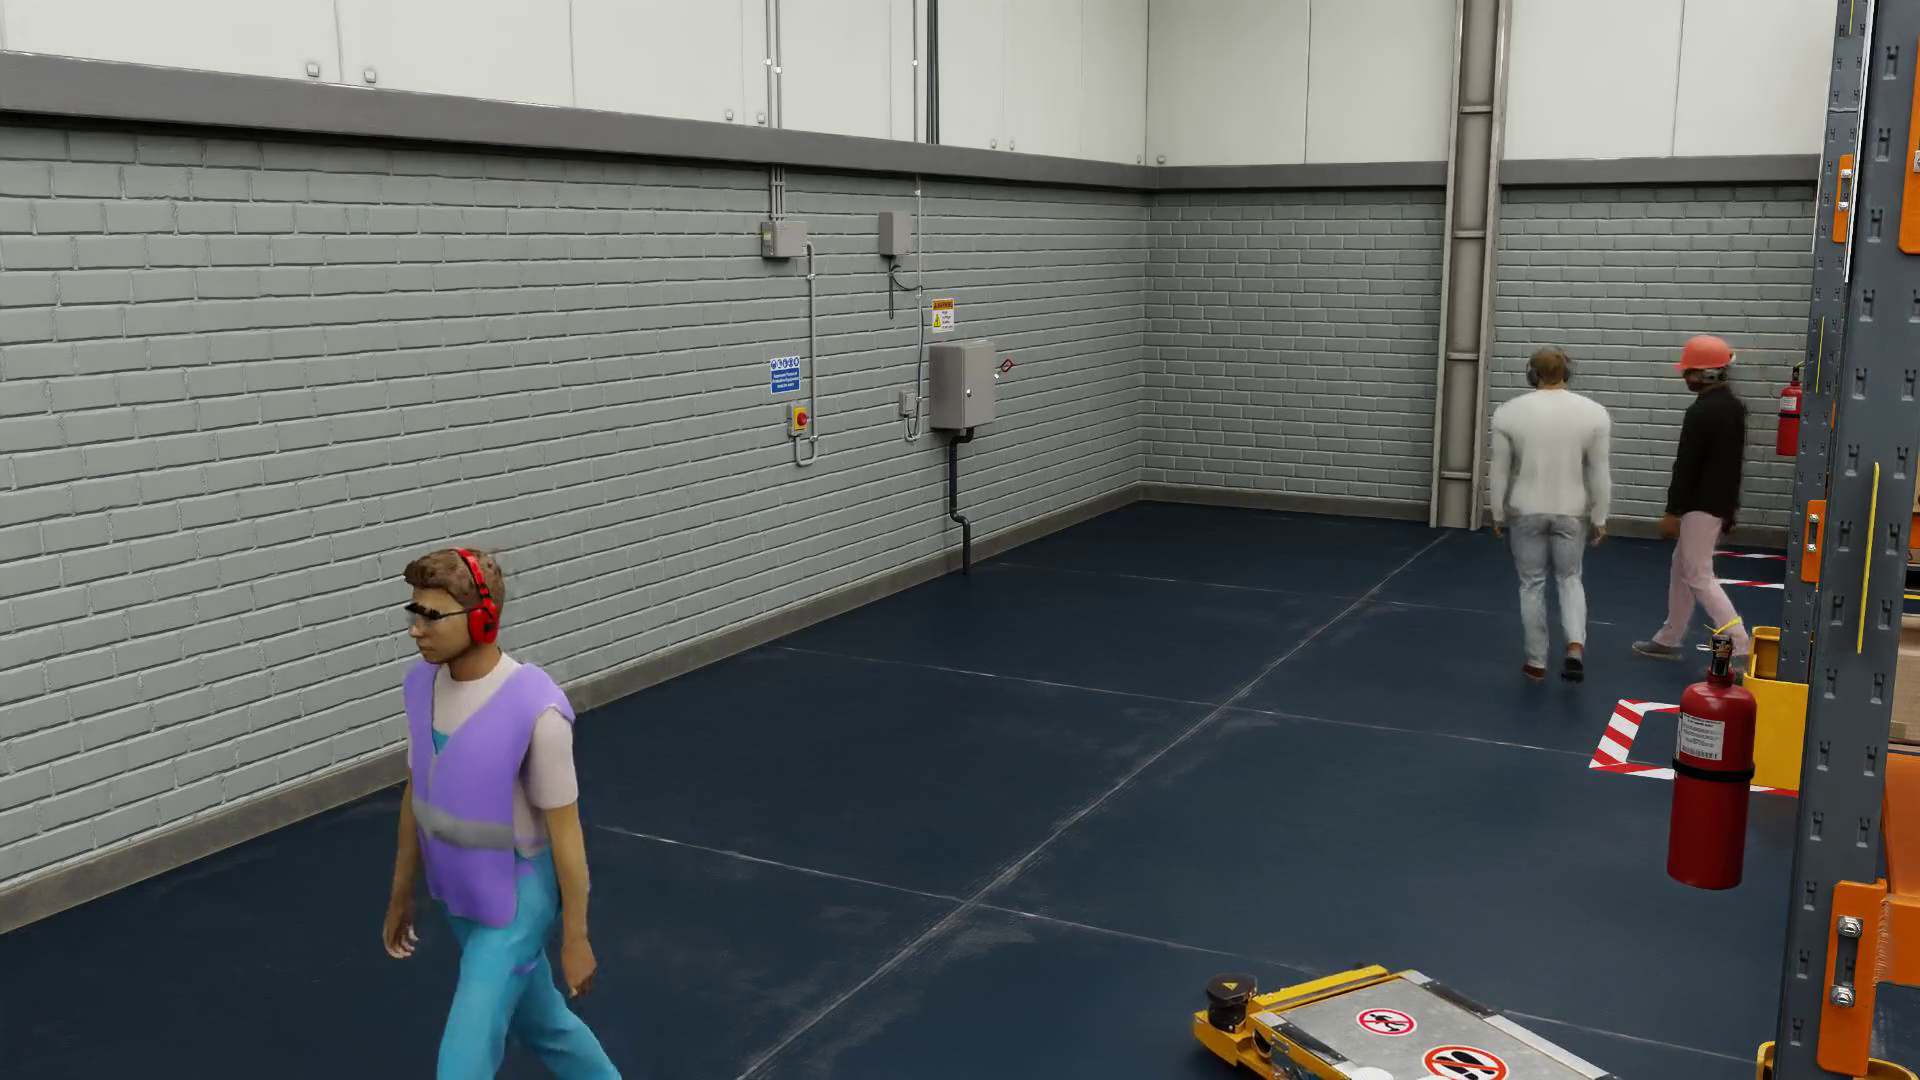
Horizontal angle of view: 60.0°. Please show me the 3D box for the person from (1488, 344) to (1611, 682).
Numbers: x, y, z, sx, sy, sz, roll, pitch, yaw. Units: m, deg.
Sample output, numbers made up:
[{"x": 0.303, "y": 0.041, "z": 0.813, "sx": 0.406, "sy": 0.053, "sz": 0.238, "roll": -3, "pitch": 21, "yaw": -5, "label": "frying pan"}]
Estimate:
[{"x": 3.276, "y": -0.127, "z": 9.291, "sx": 0.648, "sy": 1.912, "sz": 0.548, "roll": 2, "pitch": 11, "yaw": 12, "label": "person"}]

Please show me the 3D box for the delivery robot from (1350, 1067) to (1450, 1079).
[{"x": 0.961, "y": 1.489, "z": 3.922, "sx": 0.707, "sy": 0.478, "sz": 0.477, "roll": -5, "pitch": 12, "yaw": -27, "label": "delivery robot"}]

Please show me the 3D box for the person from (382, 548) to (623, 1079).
[{"x": -1.137, "y": 0.886, "z": 4.097, "sx": 0.588, "sy": 1.801, "sz": 0.980, "roll": 9, "pitch": 14, "yaw": 42, "label": "person"}]

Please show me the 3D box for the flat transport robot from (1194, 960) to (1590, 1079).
[{"x": 1.353, "y": 1.537, "z": 4.693, "sx": 0.652, "sy": 0.197, "sz": 1.431, "roll": -6, "pitch": 12, "yaw": -28, "label": "flat transport robot"}]

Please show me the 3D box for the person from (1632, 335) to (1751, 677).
[{"x": 4.300, "y": -0.192, "z": 9.565, "sx": 0.789, "sy": 1.962, "sz": 0.652, "roll": 10, "pitch": 15, "yaw": 44, "label": "person"}]
